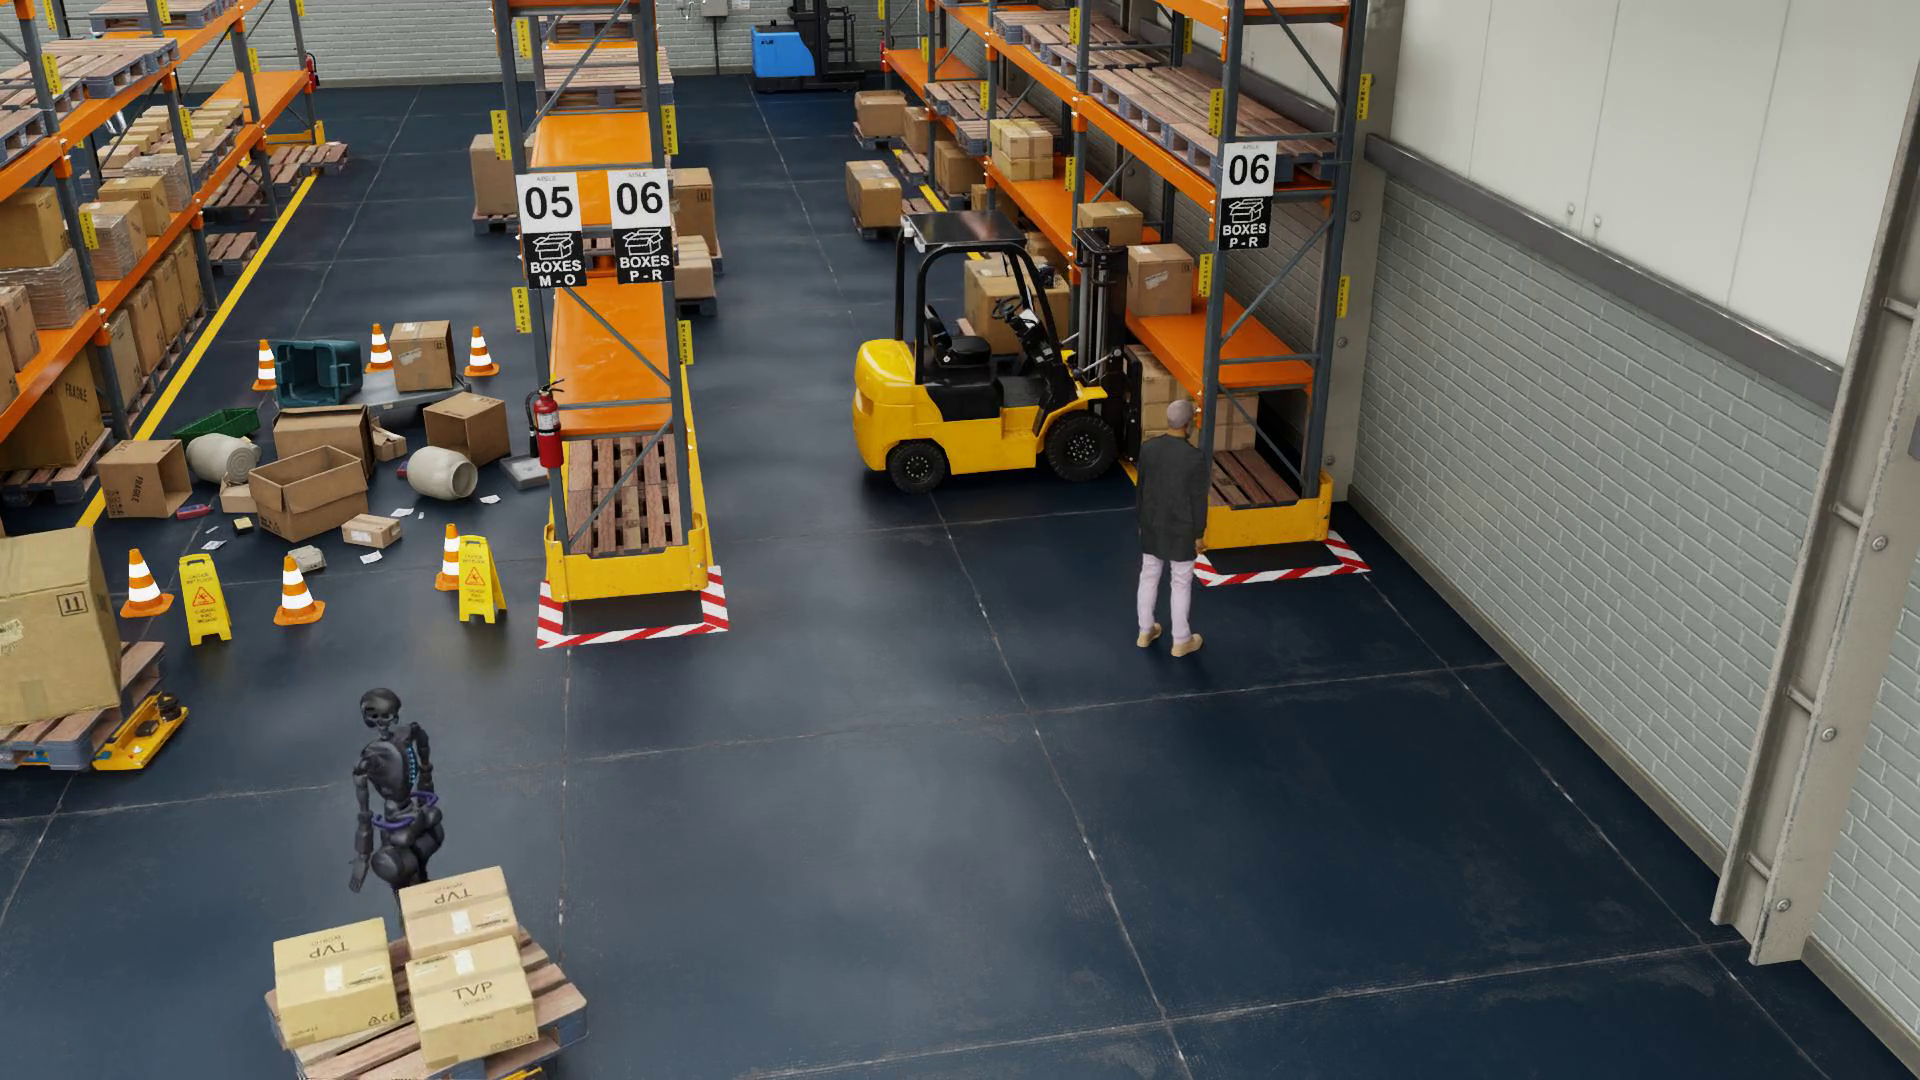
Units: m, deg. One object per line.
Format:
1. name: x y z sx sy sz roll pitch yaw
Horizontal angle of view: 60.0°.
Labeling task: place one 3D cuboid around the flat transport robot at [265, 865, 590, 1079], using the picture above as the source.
1. flat transport robot: -2.563 2.448 8.031 0.659 0.231 1.431 -18 31 -33

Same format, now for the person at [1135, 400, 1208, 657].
1. person: 1.445 -0.080 11.462 0.531 1.855 0.411 17 31 32

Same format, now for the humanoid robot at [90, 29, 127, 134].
1. humanoid robot: -13.761 -7.326 26.757 0.535 1.831 0.748 -22 34 -38

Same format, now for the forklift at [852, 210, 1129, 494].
1. forklift: 0.216 -1.659 14.366 2.313 2.155 1.214 -5 26 -10

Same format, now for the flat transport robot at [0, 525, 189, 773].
1. flat transport robot: -5.781 1.211 10.608 1.431 0.231 0.659 1 26 1

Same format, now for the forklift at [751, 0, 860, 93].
1. forklift: -2.872 -9.679 30.288 1.873 2.768 1.129 -5 26 -10

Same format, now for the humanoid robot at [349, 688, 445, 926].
1. humanoid robot: -2.834 1.498 8.438 0.628 1.640 0.600 10 27 19
